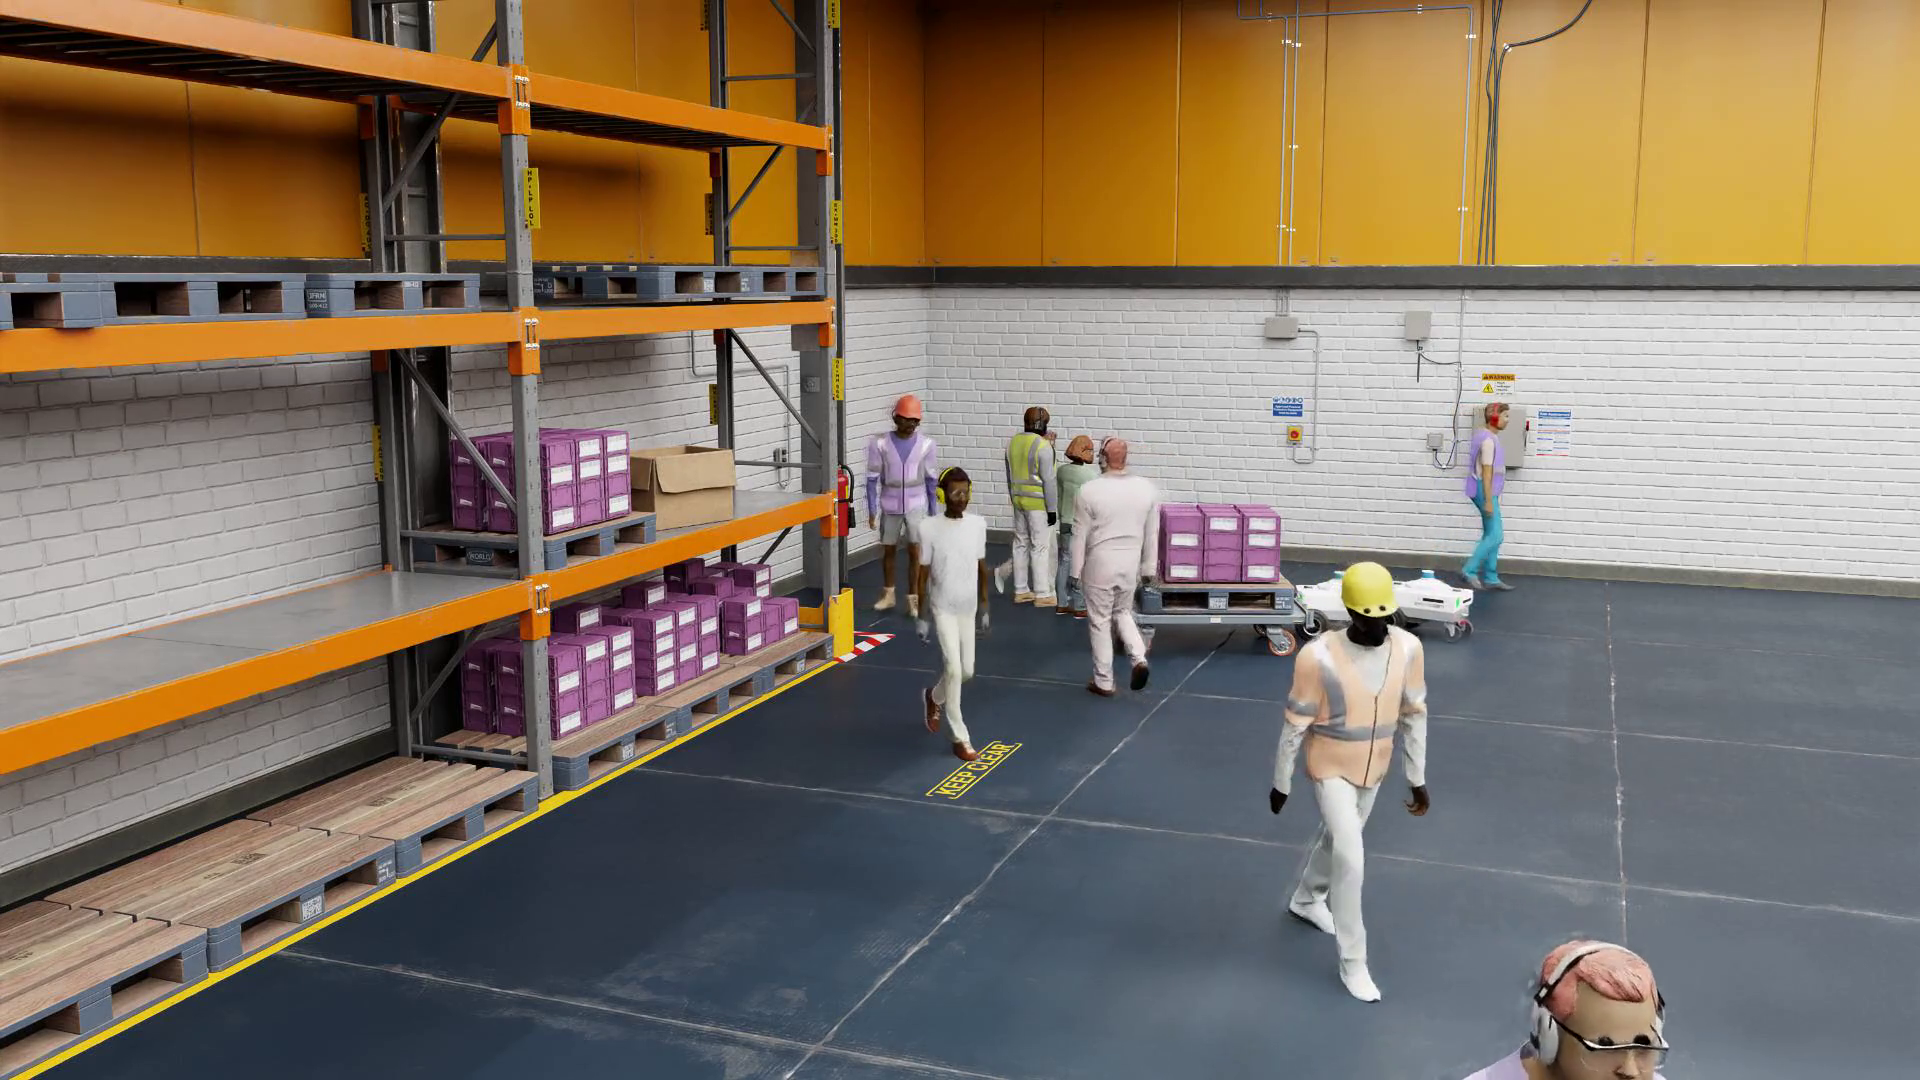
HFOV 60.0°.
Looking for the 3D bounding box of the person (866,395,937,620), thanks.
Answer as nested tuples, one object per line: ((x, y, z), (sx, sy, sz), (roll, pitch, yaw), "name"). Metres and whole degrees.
((-0.522, -0.308, 14.825), (0.632, 1.998, 0.740), (-1, 9, -6), "person")

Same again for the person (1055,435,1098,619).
((1.043, -0.117, 14.748), (0.270, 1.627, 0.502), (-8, 12, -40), "person")

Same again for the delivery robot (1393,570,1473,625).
((3.916, 0.497, 13.951), (0.707, 0.478, 0.477), (7, 11, 37), "delivery robot")

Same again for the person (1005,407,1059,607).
((0.690, -0.307, 15.287), (0.429, 1.838, 0.622), (-7, 11, -36), "person")

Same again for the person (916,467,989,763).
((-0.065, 0.436, 10.596), (0.518, 1.850, 0.771), (-5, 10, -29), "person")

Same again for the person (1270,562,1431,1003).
((1.654, 0.965, 7.278), (0.617, 1.859, 0.925), (-4, 10, -23), "person")

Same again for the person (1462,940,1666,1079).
((1.077, 1.611, 3.123), (0.639, 1.879, 0.796), (-1, 9, -5), "person")

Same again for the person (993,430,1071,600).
((0.678, -0.234, 15.500), (0.661, 1.612, 0.519), (3, 9, 18), "person")

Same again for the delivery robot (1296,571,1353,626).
((3.173, 0.505, 13.901), (0.707, 0.478, 0.477), (1, 9, 8), "delivery robot")

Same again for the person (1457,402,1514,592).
((5.069, -0.401, 15.879), (0.487, 1.834, 0.620), (3, 10, 18), "person")

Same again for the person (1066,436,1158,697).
((1.086, 0.202, 11.913), (0.649, 1.891, 0.479), (-4, 10, -26), "person")
